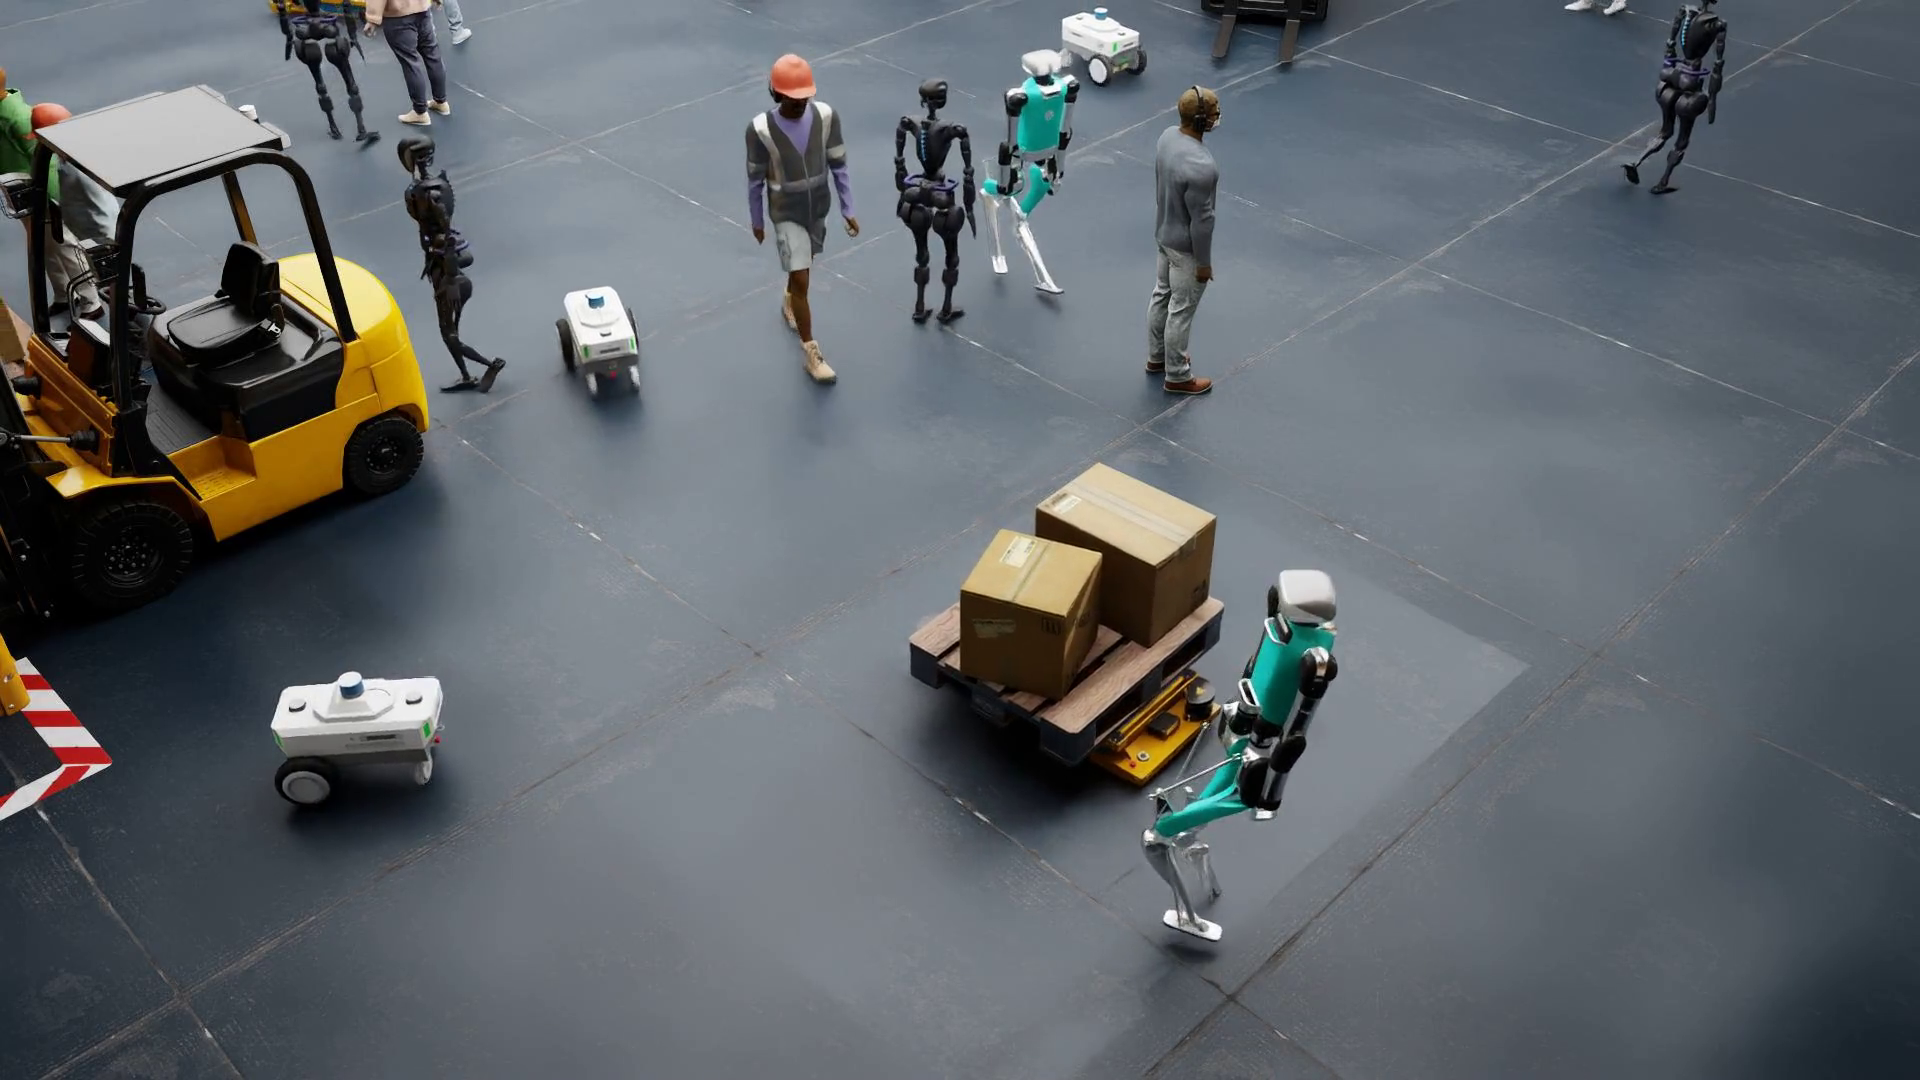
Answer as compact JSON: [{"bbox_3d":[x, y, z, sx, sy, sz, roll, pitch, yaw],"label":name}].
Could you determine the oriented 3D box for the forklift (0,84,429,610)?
[{"bbox_3d":[-4.145,-1.093,8.856,2.313,2.155,1.214,-31,47,-34],"label":"forklift"}]

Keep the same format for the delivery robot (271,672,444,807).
[{"bbox_3d":[-2.751,0.852,7.608,0.756,0.584,0.514,-3,37,-4],"label":"delivery robot"}]

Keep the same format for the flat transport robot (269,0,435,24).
[{"bbox_3d":[-5.813,-5.195,15.950,1.431,0.231,0.659,9,38,12],"label":"flat transport robot"}]

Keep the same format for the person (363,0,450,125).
[{"bbox_3d":[-4.450,-4.272,13.380,0.407,1.868,0.808,19,41,23],"label":"person"}]

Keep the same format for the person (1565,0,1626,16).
[{"bbox_3d":[6.108,-5.683,15.485,0.553,1.601,0.572,28,45,32],"label":"person"}]

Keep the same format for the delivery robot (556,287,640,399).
[{"bbox_3d":[-2.268,-1.294,10.499,0.499,0.606,0.794,-12,39,-16],"label":"delivery robot"}]

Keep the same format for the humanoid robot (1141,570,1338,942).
[{"bbox_3d":[0.994,0.915,6.610,0.811,1.842,0.530,-4,37,-6],"label":"humanoid robot"}]

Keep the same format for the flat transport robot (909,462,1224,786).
[{"bbox_3d":[0.504,0.645,8.133,1.431,0.231,0.659,27,45,32],"label":"flat transport robot"}]

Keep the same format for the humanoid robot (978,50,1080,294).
[{"bbox_3d":[0.373,-2.491,11.114,0.530,1.751,0.924,-20,41,-25],"label":"humanoid robot"}]

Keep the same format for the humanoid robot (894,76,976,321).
[{"bbox_3d":[-0.168,-2.170,10.730,0.589,1.657,0.342,14,39,18],"label":"humanoid robot"}]

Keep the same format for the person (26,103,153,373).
[{"bbox_3d":[-5.316,-1.846,10.238,0.355,1.741,0.579,-26,44,-30],"label":"person"}]

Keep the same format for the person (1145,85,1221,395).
[{"bbox_3d":[1.354,-1.790,10.000,0.372,1.940,0.630,-10,38,-14],"label":"person"}]

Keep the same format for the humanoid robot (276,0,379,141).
[{"bbox_3d":[-5.056,-3.957,13.139,0.621,1.641,0.456,-5,37,-7],"label":"humanoid robot"}]

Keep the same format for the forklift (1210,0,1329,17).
[{"bbox_3d":[3.106,-6.400,15.960,1.214,2.155,2.313,8,37,10],"label":"forklift"}]

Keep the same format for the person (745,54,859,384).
[{"bbox_3d":[-0.998,-2.063,10.332,0.601,1.993,1.013,-20,41,-25],"label":"person"}]

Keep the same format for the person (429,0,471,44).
[{"bbox_3d":[-4.777,-5.378,14.819,0.592,1.919,0.392,-2,37,-3],"label":"person"}]

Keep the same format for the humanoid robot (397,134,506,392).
[{"bbox_3d":[-3.093,-1.655,10.046,0.384,1.633,0.619,-20,41,-25],"label":"humanoid robot"}]

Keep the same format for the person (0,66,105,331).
[{"bbox_3d":[-5.947,-2.209,10.688,0.539,1.782,0.388,24,43,28],"label":"person"}]

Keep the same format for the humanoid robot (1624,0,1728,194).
[{"bbox_3d":[5.354,-3.360,12.317,0.425,1.641,0.587,-14,39,-18],"label":"humanoid robot"}]

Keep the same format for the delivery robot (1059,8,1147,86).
[{"bbox_3d":[1.225,-4.355,14.581,0.499,0.587,0.781,-27,45,-32],"label":"delivery robot"}]
